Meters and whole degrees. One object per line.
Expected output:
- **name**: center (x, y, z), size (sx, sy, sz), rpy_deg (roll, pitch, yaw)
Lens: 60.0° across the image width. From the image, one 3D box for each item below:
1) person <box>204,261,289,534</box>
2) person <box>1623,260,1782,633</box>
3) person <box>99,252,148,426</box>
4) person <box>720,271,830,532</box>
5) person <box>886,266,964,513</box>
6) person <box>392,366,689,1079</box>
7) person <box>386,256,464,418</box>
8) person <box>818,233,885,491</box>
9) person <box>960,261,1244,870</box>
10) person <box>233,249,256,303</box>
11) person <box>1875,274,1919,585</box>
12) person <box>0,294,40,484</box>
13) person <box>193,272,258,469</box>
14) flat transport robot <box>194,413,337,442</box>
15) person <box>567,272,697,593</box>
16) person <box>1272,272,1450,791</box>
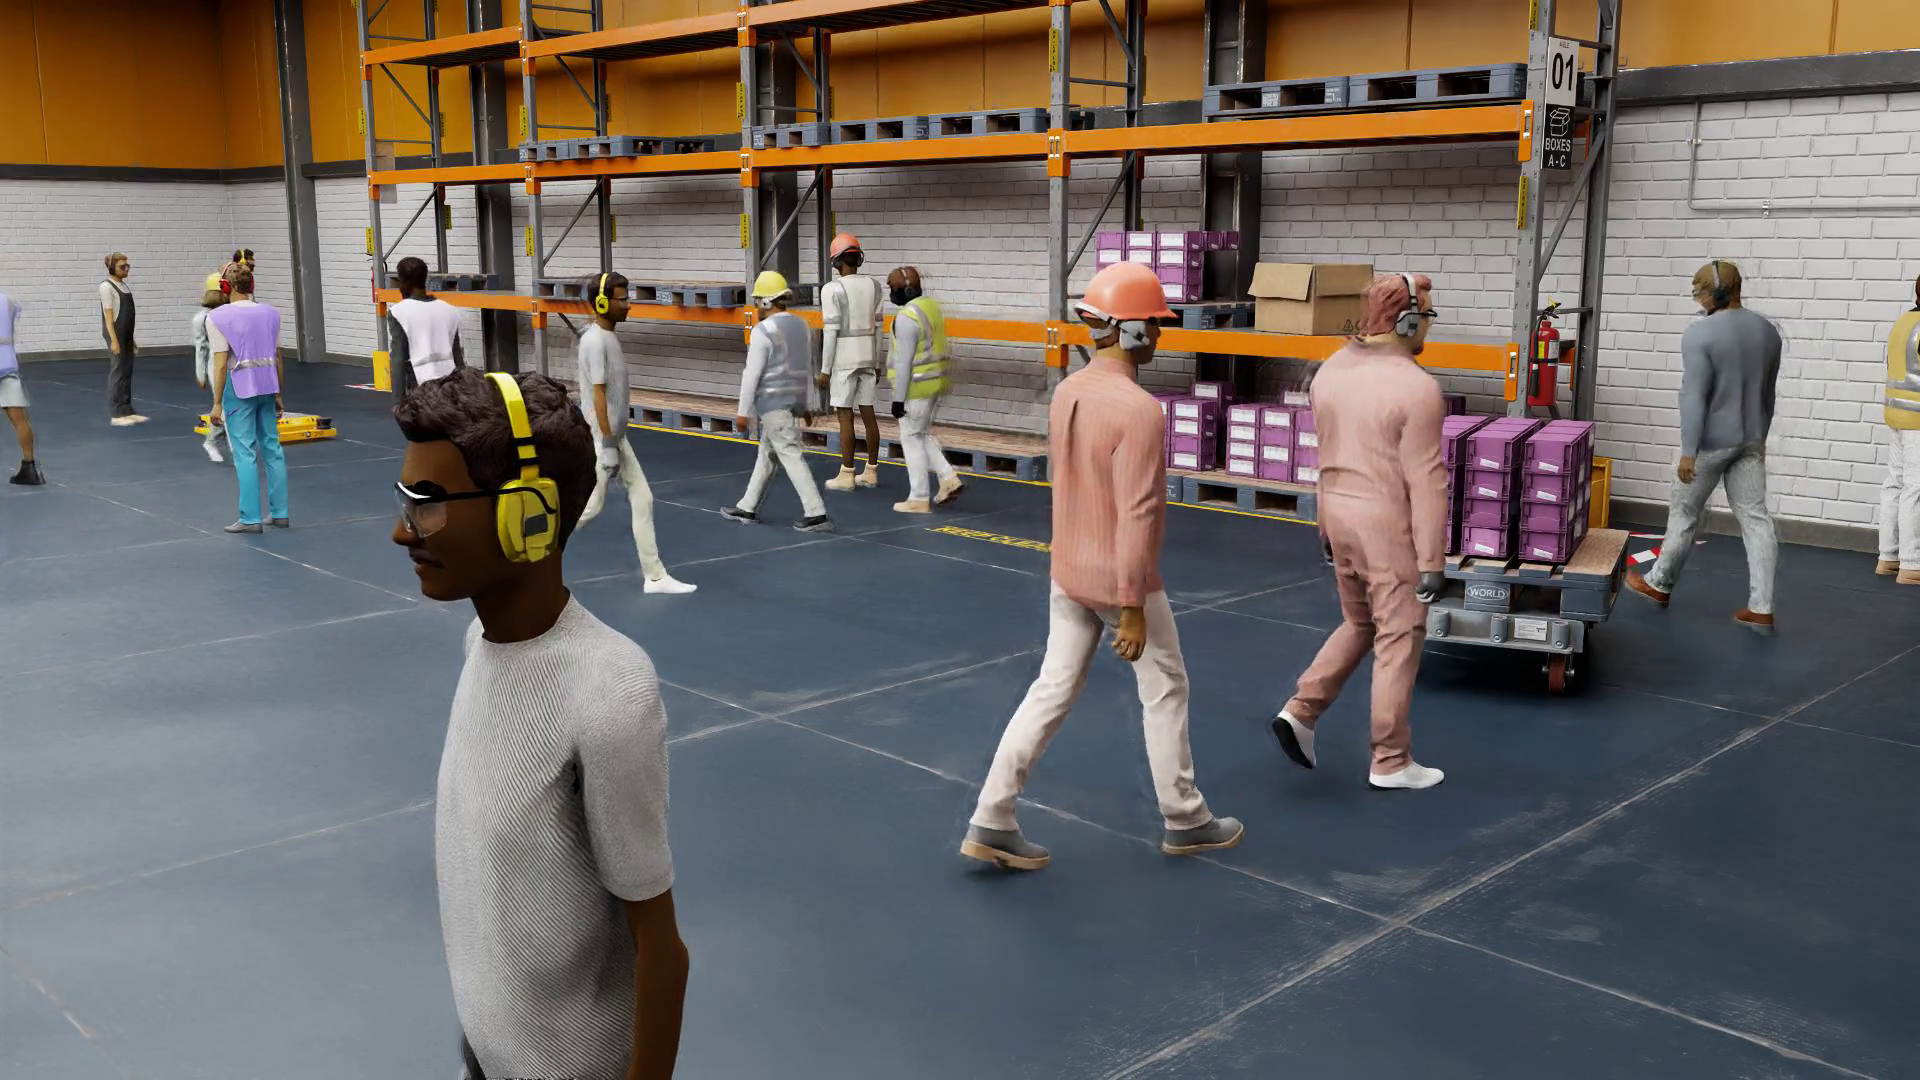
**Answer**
- **person**: center (-4.830, -0.961, 11.315), size (0.381, 1.844, 0.566), rpy_deg (5, 12, 27)
- **person**: center (3.925, -0.506, 8.711), size (0.674, 1.879, 0.985), rpy_deg (-3, 11, -17)
- **person**: center (-8.971, -2.147, 17.785), size (0.329, 1.844, 0.512), rpy_deg (-1, 10, -5)
- **person**: center (-1.276, -0.947, 11.425), size (0.950, 1.781, 0.615), rpy_deg (5, 12, 26)
- **person**: center (-0.302, -1.077, 12.076), size (0.471, 1.811, 0.650), rpy_deg (3, 11, 17)
- **person**: center (-0.524, 0.711, 2.134), size (0.317, 1.870, 0.523), rpy_deg (-7, 13, -34)
- **person**: center (-3.677, -1.041, 11.668), size (0.795, 1.886, 0.620), rpy_deg (6, 12, 29)
- **person**: center (-0.878, -1.404, 13.223), size (0.605, 2.034, 0.392), rpy_deg (-9, 14, -42)
- **person**: center (0.444, 0.099, 5.272), size (1.004, 1.950, 0.626), rpy_deg (-5, 12, -26)
- **person**: center (-8.523, -2.508, 19.798), size (0.481, 1.852, 0.591), rpy_deg (-3, 11, -17)
- **person**: center (5.629, -0.663, 9.706), size (0.429, 1.845, 0.621), rpy_deg (2, 11, 9)
- **person**: center (-7.953, -1.388, 13.589), size (1.060, 1.863, 0.550), rpy_deg (5, 12, 25)
- **person**: center (-6.479, -1.494, 14.601), size (0.859, 1.710, 0.485), rpy_deg (7, 12, 33)
- **flat transport robot**: center (-6.961, -1.150, 16.645), size (1.431, 0.197, 0.652), rpy_deg (7, 12, 34)
- **person**: center (-2.011, -0.577, 9.277), size (0.944, 1.834, 0.531), rpy_deg (0, 10, 0)
- **person**: center (1.496, -0.007, 5.972), size (0.542, 1.893, 0.671), rpy_deg (-4, 11, -23)
